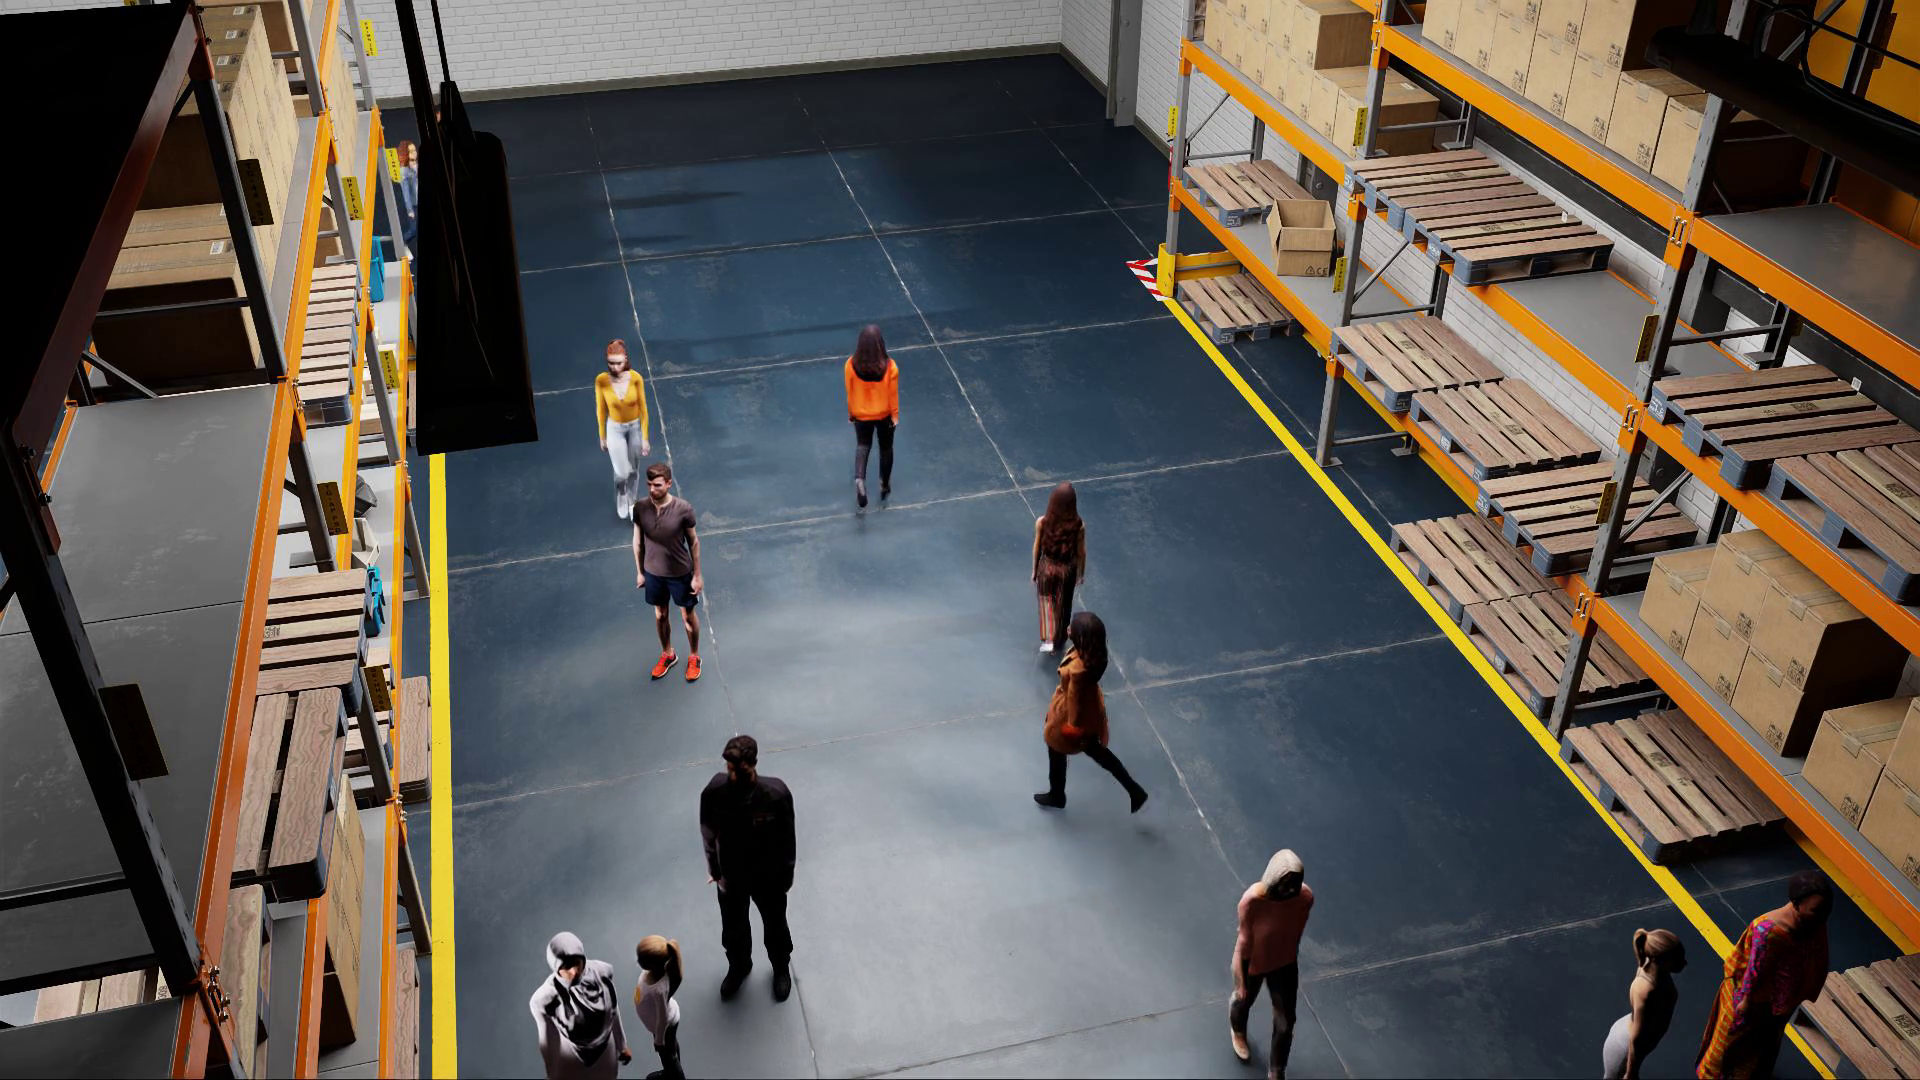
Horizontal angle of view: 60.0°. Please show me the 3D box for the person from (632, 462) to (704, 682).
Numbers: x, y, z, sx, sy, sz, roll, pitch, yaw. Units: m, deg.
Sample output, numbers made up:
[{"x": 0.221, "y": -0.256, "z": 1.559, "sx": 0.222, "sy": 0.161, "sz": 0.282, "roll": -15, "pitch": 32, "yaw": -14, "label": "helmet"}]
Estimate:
[{"x": -2.164, "y": 0.230, "z": 12.427, "sx": 0.733, "sy": 1.851, "sz": 0.695, "roll": 5, "pitch": 34, "yaw": 8, "label": "person"}]

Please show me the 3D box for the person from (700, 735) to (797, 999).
[{"x": -1.234, "y": 1.910, "z": 9.814, "sx": 0.769, "sy": 1.946, "sz": 0.716, "roll": 2, "pitch": 34, "yaw": 4, "label": "person"}]

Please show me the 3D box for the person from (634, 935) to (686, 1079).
[{"x": -1.657, "y": 2.669, "z": 9.274, "sx": 0.545, "sy": 1.279, "sz": 0.439, "roll": -7, "pitch": 34, "yaw": -11, "label": "person"}]

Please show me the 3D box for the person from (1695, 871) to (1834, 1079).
[{"x": 4.523, "y": 2.459, "z": 9.227, "sx": 0.720, "sy": 1.681, "sz": 0.737, "roll": -18, "pitch": 38, "yaw": -25, "label": "person"}]

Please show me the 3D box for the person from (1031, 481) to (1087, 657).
[{"x": 0.735, "y": 0.271, "z": 12.636, "sx": 0.710, "sy": 1.551, "sz": 0.811, "roll": 5, "pitch": 34, "yaw": 8, "label": "person"}]

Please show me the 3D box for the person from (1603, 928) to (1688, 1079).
[{"x": 3.557, "y": 2.700, "z": 8.845, "sx": 0.718, "sy": 1.703, "sz": 0.661, "roll": 19, "pitch": 38, "yaw": 26, "label": "person"}]

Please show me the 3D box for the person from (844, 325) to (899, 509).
[{"x": -0.763, "y": -1.035, "z": 14.435, "sx": 0.836, "sy": 1.736, "sz": 0.997, "roll": 5, "pitch": 34, "yaw": 8, "label": "person"}]

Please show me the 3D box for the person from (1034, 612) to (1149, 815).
[{"x": 0.893, "y": 1.203, "z": 11.103, "sx": 1.139, "sy": 1.696, "sz": 1.092, "roll": 16, "pitch": 37, "yaw": 22, "label": "person"}]

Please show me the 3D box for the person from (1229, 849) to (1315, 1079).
[{"x": 1.693, "y": 2.321, "z": 9.417, "sx": 0.651, "sy": 1.701, "sz": 0.884, "roll": -4, "pitch": 34, "yaw": -6, "label": "person"}]

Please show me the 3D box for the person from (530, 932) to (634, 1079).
[{"x": -1.979, "y": 2.721, "z": 8.748, "sx": 0.680, "sy": 1.775, "sz": 0.656, "roll": -22, "pitch": 40, "yaw": -30, "label": "person"}]

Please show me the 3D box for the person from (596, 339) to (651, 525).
[{"x": -2.886, "y": -0.954, "z": 14.311, "sx": 0.583, "sy": 1.737, "sz": 0.645, "roll": -10, "pitch": 35, "yaw": -14, "label": "person"}]
